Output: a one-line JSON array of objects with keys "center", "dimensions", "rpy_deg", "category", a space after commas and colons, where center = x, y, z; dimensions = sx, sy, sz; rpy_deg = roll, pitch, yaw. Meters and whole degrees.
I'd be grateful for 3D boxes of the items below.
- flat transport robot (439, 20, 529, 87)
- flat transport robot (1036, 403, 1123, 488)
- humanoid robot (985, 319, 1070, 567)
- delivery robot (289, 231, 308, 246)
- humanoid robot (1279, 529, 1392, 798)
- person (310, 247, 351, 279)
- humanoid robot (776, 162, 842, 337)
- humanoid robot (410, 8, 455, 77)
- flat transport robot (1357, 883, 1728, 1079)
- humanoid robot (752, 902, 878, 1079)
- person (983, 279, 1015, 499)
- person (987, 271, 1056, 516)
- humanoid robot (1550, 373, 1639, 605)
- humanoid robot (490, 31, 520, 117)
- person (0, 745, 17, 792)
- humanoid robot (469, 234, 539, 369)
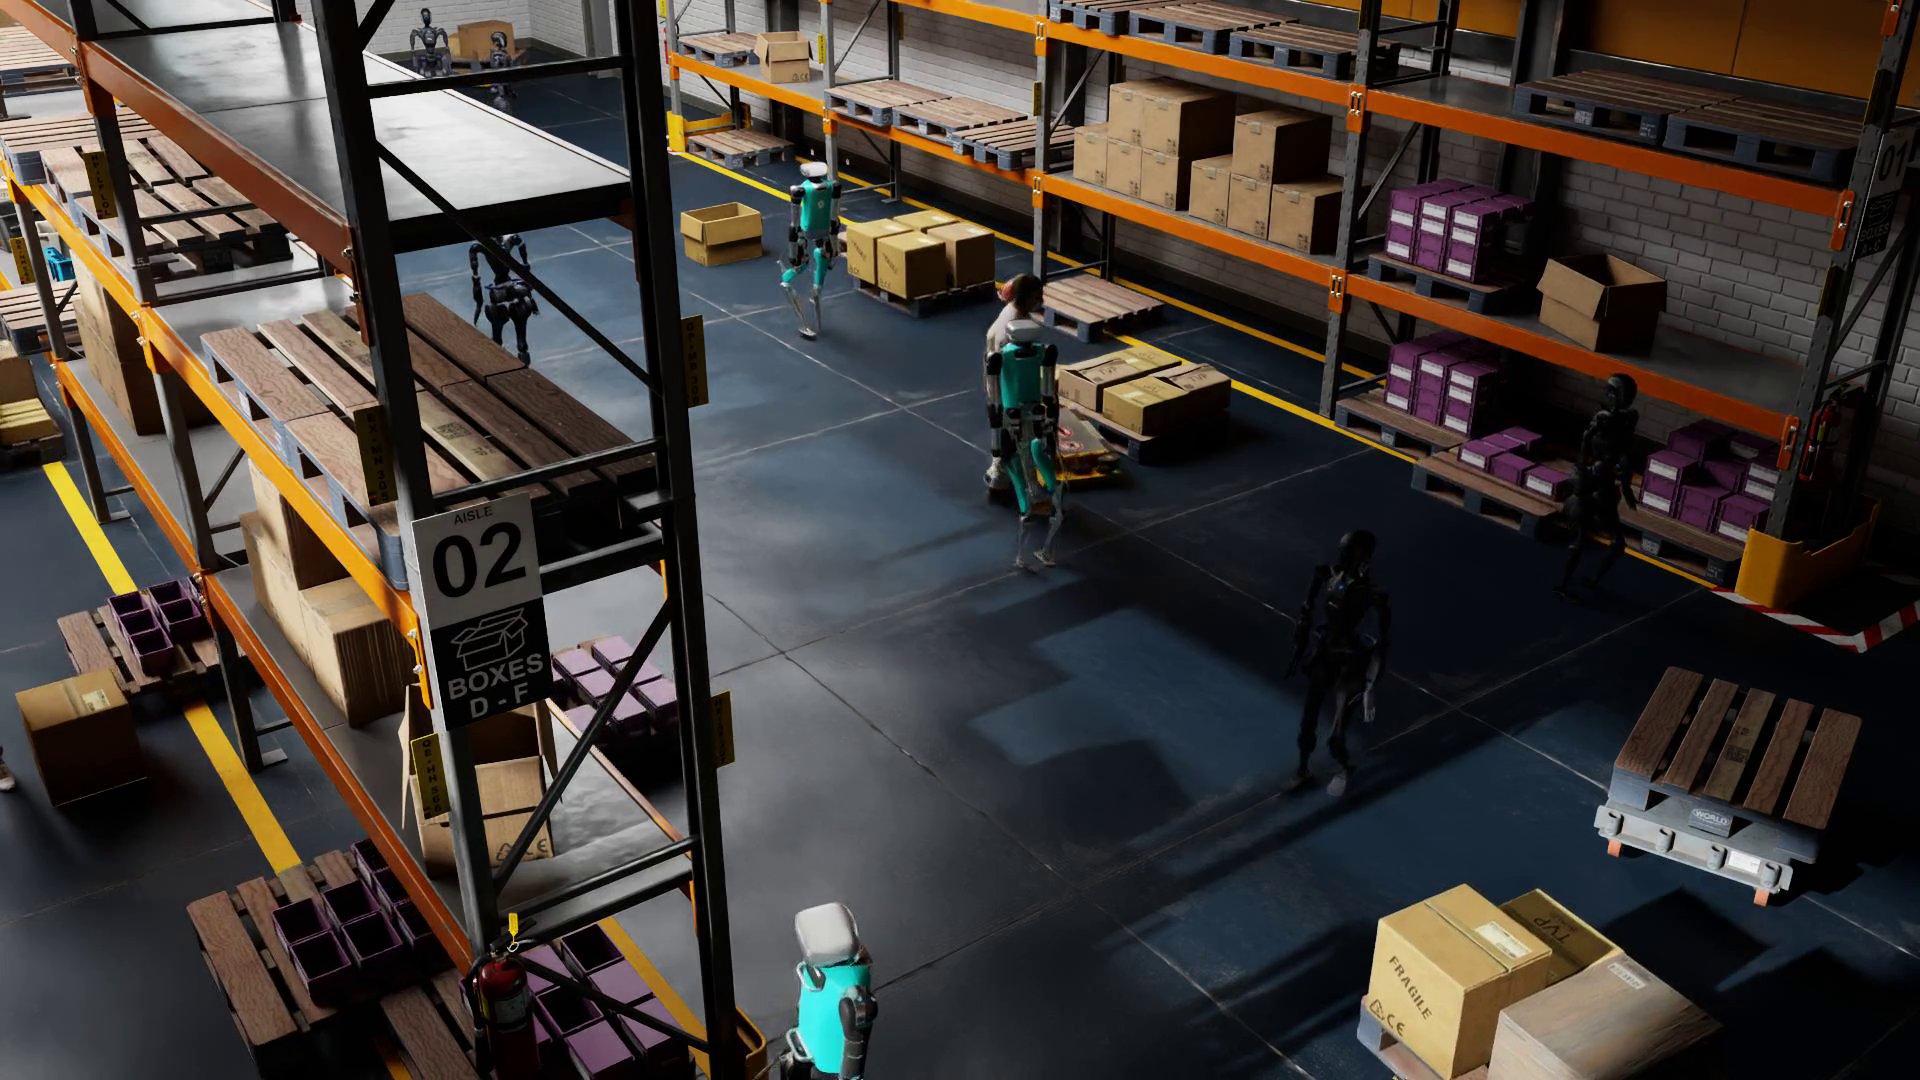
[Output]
[{"center": [-7.718, -7.608, 27.120], "dimensions": [0.659, 0.231, 1.431], "rpy_deg": [0, 27, 1], "category": "flat transport robot"}, {"center": [0.770, -0.809, 13.596], "dimensions": [0.659, 0.231, 1.431], "rpy_deg": [-8, 28, -15], "category": "flat transport robot"}, {"center": [0.522, -0.591, 11.544], "dimensions": [0.533, 1.779, 0.762], "rpy_deg": [-11, 29, -21], "category": "humanoid robot"}, {"center": [-7.379, -3.293, 18.234], "dimensions": [0.808, 0.607, 0.499], "rpy_deg": [15, 31, 28], "category": "delivery robot"}, {"center": [2.054, 0.696, 9.048], "dimensions": [0.434, 1.666, 0.601], "rpy_deg": [-23, 35, -38], "category": "humanoid robot"}, {"center": [-5.114, -1.890, 13.877], "dimensions": [0.495, 1.949, 0.425], "rpy_deg": [4, 27, 7], "category": "person"}, {"center": [-1.482, -2.705, 15.843], "dimensions": [0.539, 1.879, 0.735], "rpy_deg": [-18, 32, -31], "category": "humanoid robot"}, {"center": [-7.566, -6.780, 23.890], "dimensions": [0.599, 1.657, 0.315], "rpy_deg": [-12, 29, -22], "category": "humanoid robot"}, {"center": [2.521, 2.407, 7.199], "dimensions": [1.431, 0.231, 0.659], "rpy_deg": [-14, 30, -26], "category": "flat transport robot"}, {"center": [-0.626, 2.130, 6.110], "dimensions": [0.918, 1.762, 0.550], "rpy_deg": [-12, 29, -22], "category": "humanoid robot"}, {"center": [0.405, -1.139, 12.613], "dimensions": [0.379, 1.737, 0.580], "rpy_deg": [8, 28, 16], "category": "person"}, {"center": [0.481, -1.070, 12.277], "dimensions": [0.495, 1.902, 0.660], "rpy_deg": [1, 27, 3], "category": "person"}, {"center": [4.257, -0.330, 11.075], "dimensions": [0.601, 1.645, 0.374], "rpy_deg": [-18, 32, -31], "category": "humanoid robot"}, {"center": [-6.086, -6.013, 22.401], "dimensions": [0.683, 1.637, 0.603], "rpy_deg": [0, 27, 0], "category": "humanoid robot"}, {"center": [-5.587, 0.587, 9.000], "dimensions": [0.650, 1.904, 0.406], "rpy_deg": [-20, 33, -34], "category": "person"}, {"center": [-3.989, -2.106, 14.620], "dimensions": [0.592, 1.636, 0.413], "rpy_deg": [-20, 33, -35], "category": "humanoid robot"}]
